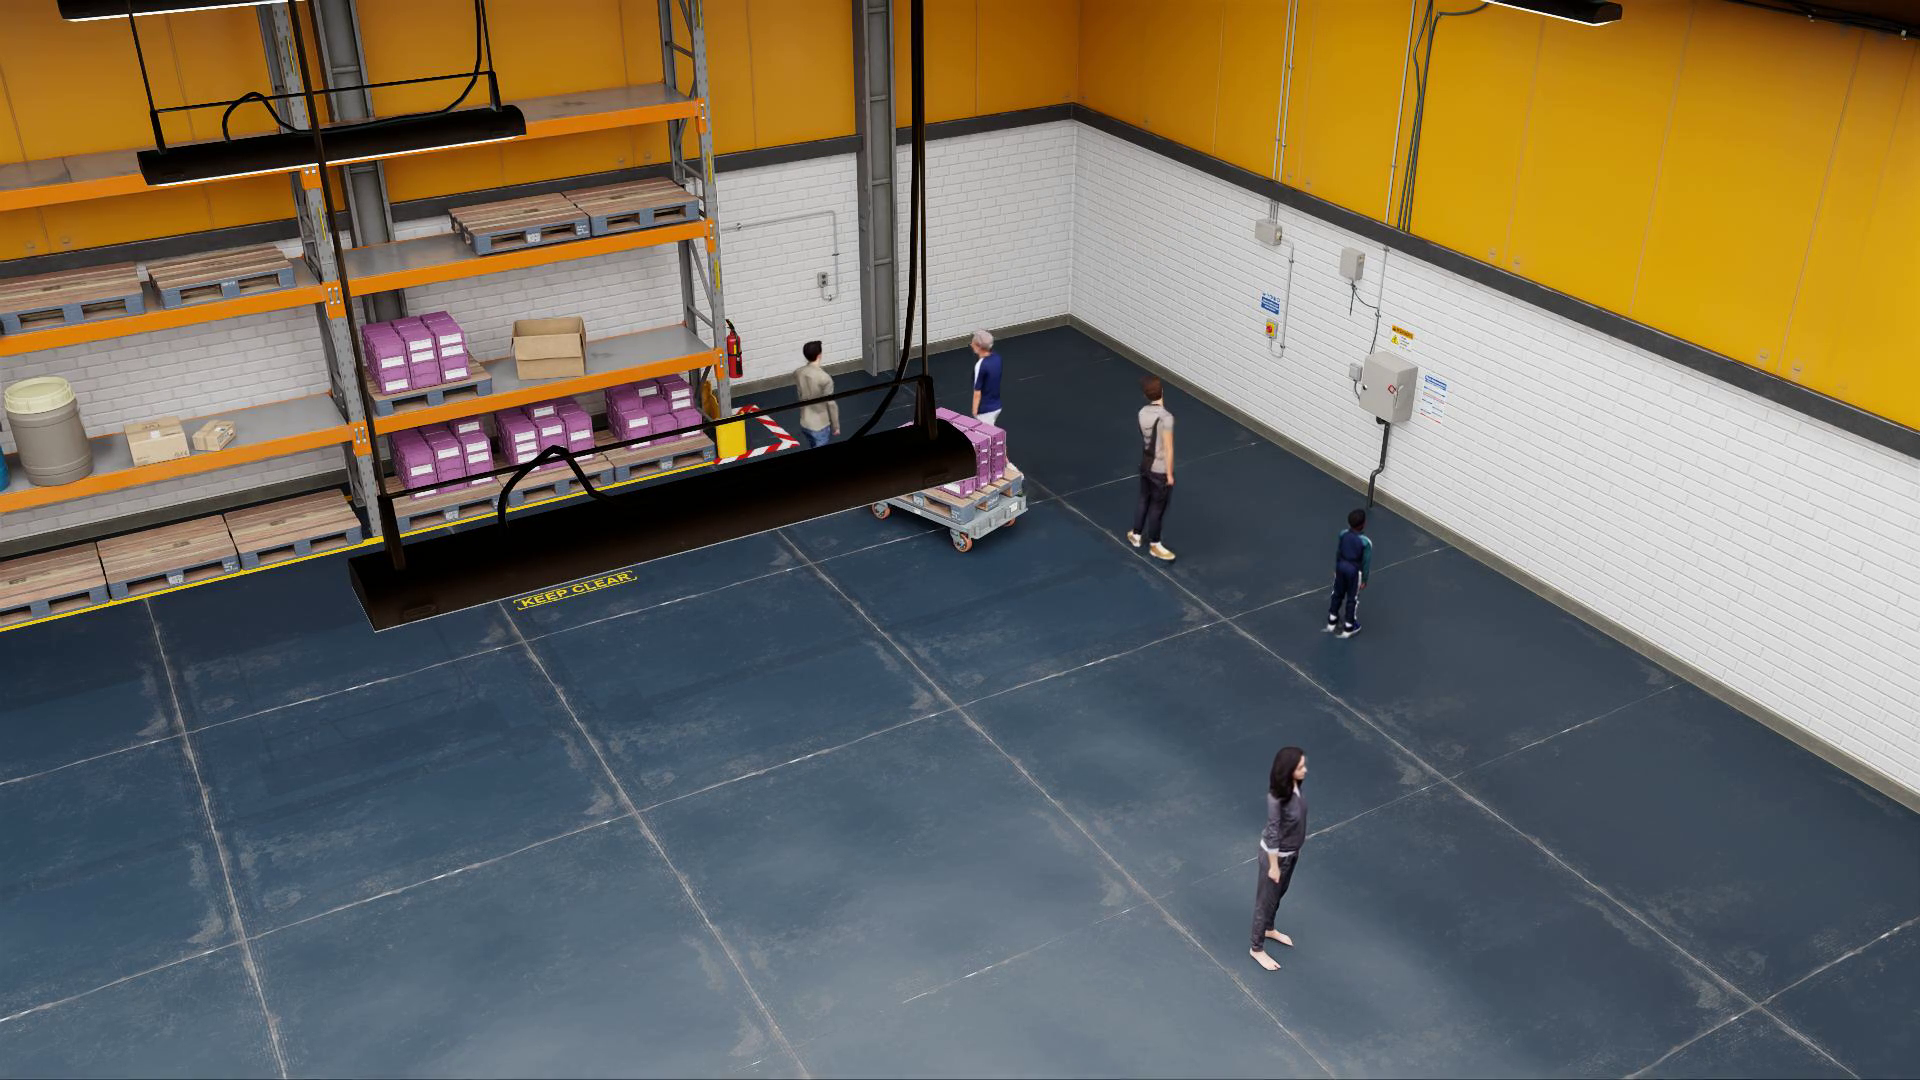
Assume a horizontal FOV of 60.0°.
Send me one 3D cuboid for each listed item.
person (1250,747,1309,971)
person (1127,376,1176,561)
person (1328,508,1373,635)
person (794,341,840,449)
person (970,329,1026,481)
[{"bbox_3d":[2.230,2.185,11.645,0.729,1.763,0.613,16,32,26],"label":"person"},{"bbox_3d":[1.998,-0.698,16.836,0.513,1.853,0.839,-9,30,-15],"label":"person"},{"bbox_3d":[3.675,0.281,15.669,0.544,1.253,0.555,-26,38,-38],"label":"person"},{"bbox_3d":[-1.591,-1.210,17.781,0.909,1.848,1.119,23,36,36],"label":"person"},{"bbox_3d":[0.373,-1.401,18.177,1.066,1.803,1.153,14,32,24],"label":"person"}]
